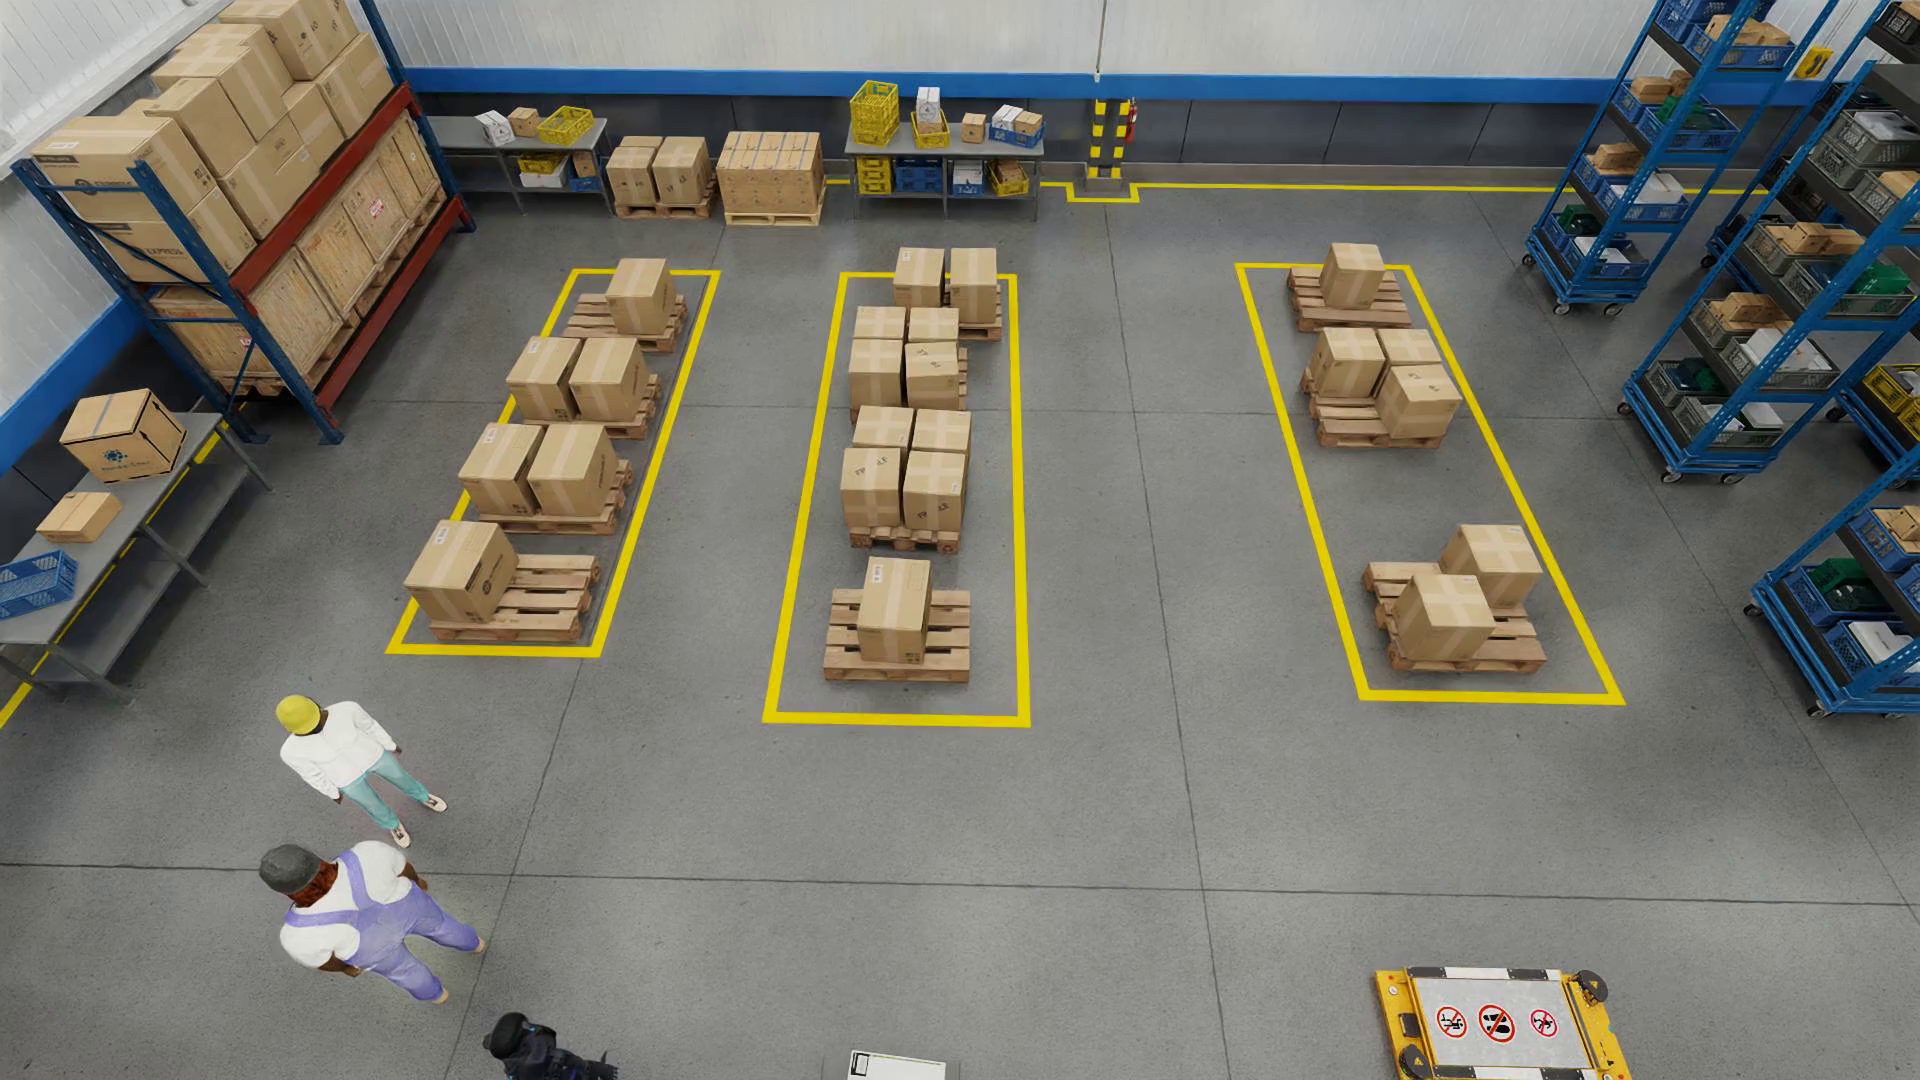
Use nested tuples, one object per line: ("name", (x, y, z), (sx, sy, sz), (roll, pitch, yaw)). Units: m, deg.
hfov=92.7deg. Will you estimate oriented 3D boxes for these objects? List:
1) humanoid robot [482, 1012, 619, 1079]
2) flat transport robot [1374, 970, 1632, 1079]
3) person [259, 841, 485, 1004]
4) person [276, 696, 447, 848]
("humanoid robot", (-2.261, 2.986, 5.142), (0.573, 1.650, 0.339), (8, 51, 6))
("flat transport robot", (3.501, 3.133, 5.914), (1.431, 0.197, 0.652), (1, 51, 1))
("person", (-3.530, 2.263, 5.499), (0.536, 2.000, 0.680), (22, 54, 17))
("person", (-4.096, 1.547, 6.257), (0.314, 1.768, 0.524), (27, 56, 20))
